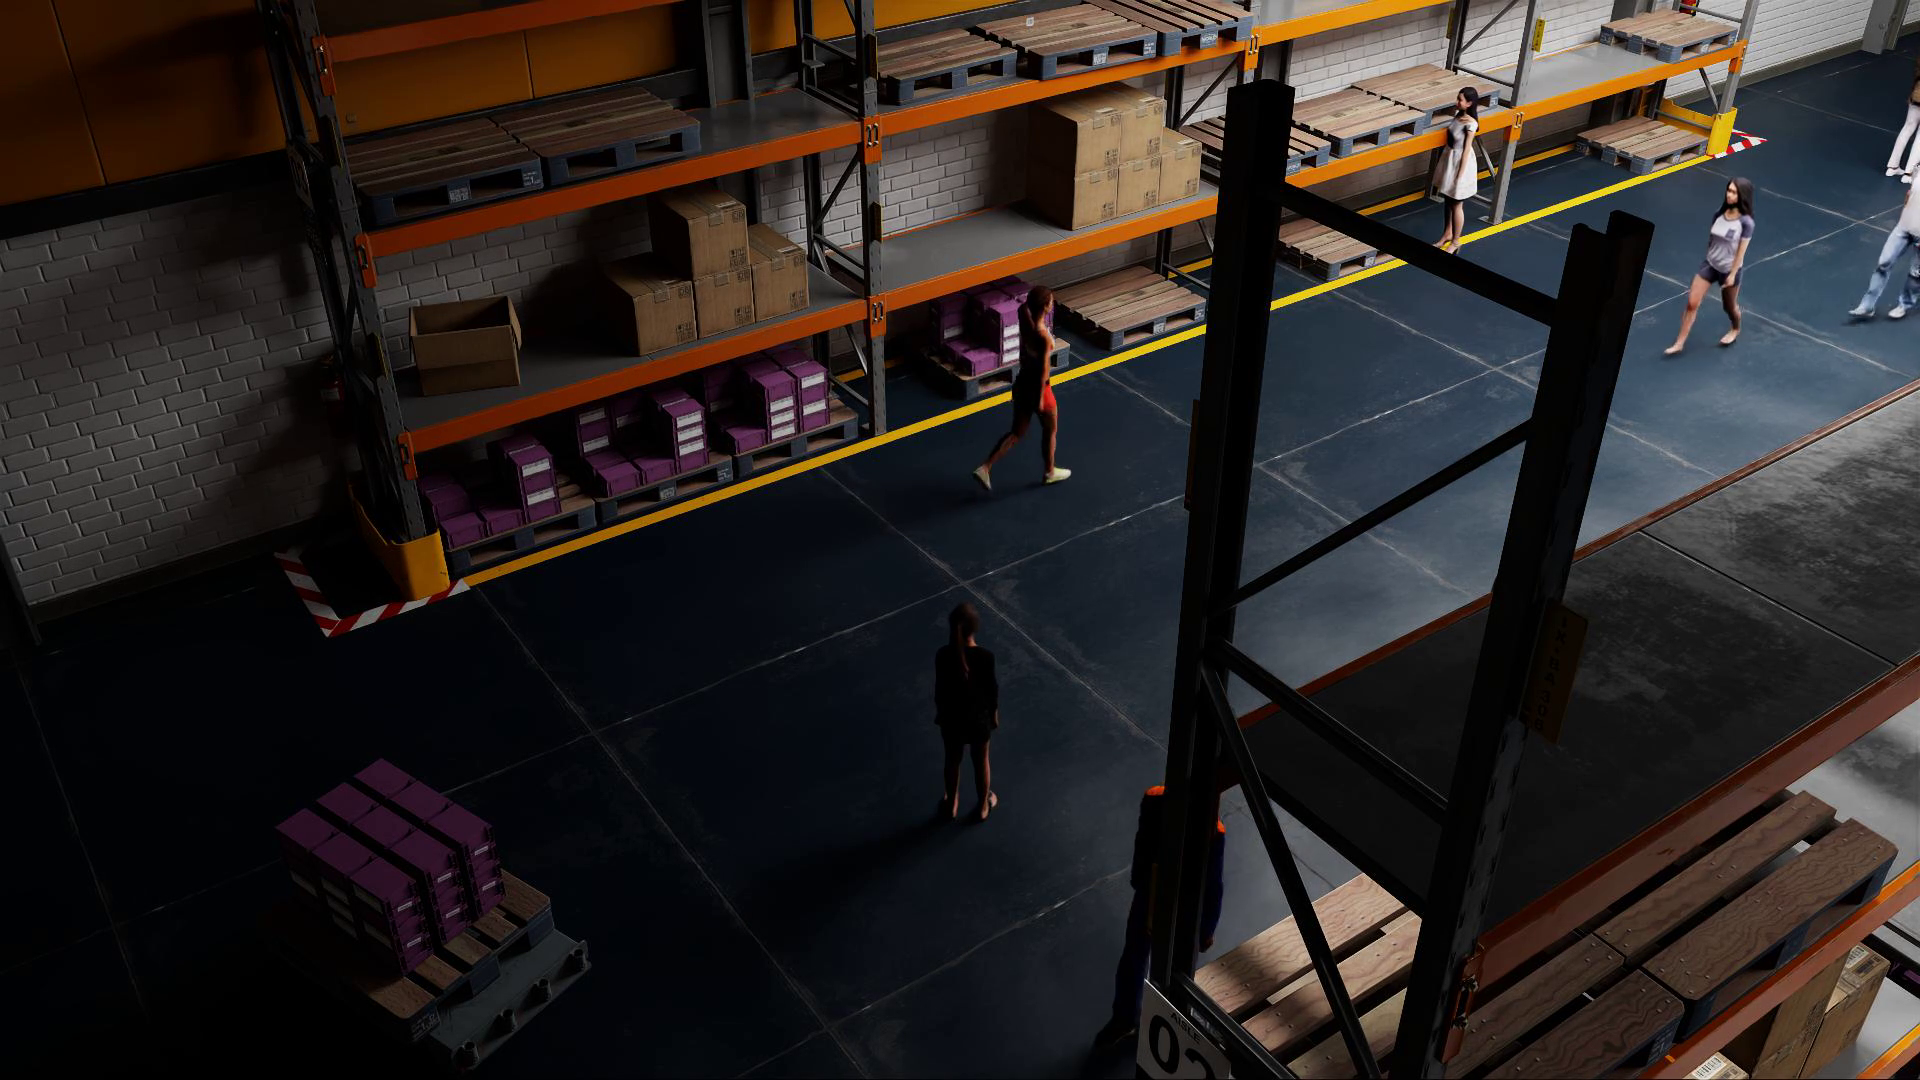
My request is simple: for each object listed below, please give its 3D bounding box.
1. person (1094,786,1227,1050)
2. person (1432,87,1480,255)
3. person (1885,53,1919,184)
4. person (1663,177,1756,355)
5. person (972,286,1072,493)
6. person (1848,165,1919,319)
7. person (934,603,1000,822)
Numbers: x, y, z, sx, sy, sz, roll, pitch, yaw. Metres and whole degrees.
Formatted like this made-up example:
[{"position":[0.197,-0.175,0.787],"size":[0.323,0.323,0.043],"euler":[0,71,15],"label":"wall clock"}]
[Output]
[{"position":[1.134,1.795,8.595],"size":[0.890,1.846,0.998],"euler":[22,39,29],"label":"person"},{"position":[5.090,-3.778,17.048],"size":[0.799,1.769,0.776],"euler":[-3,34,-4],"label":"person"},{"position":[10.918,-4.951,18.767],"size":[0.637,1.822,0.756],"euler":[-13,36,-19],"label":"person"},{"position":[7.031,-2.483,15.193],"size":[1.110,1.667,0.644],"euler":[-19,38,-26],"label":"person"},{"position":[0.492,-1.129,13.074],"size":[1.125,1.758,0.630],"euler":[-18,38,-25],"label":"person"},{"position":[9.132,-2.944,15.734],"size":[0.949,1.835,0.696],"euler":[-19,38,-27],"label":"person"},{"position":[0.032,1.034,10.004],"size":[0.638,1.555,0.703],"euler":[4,34,6],"label":"person"}]
